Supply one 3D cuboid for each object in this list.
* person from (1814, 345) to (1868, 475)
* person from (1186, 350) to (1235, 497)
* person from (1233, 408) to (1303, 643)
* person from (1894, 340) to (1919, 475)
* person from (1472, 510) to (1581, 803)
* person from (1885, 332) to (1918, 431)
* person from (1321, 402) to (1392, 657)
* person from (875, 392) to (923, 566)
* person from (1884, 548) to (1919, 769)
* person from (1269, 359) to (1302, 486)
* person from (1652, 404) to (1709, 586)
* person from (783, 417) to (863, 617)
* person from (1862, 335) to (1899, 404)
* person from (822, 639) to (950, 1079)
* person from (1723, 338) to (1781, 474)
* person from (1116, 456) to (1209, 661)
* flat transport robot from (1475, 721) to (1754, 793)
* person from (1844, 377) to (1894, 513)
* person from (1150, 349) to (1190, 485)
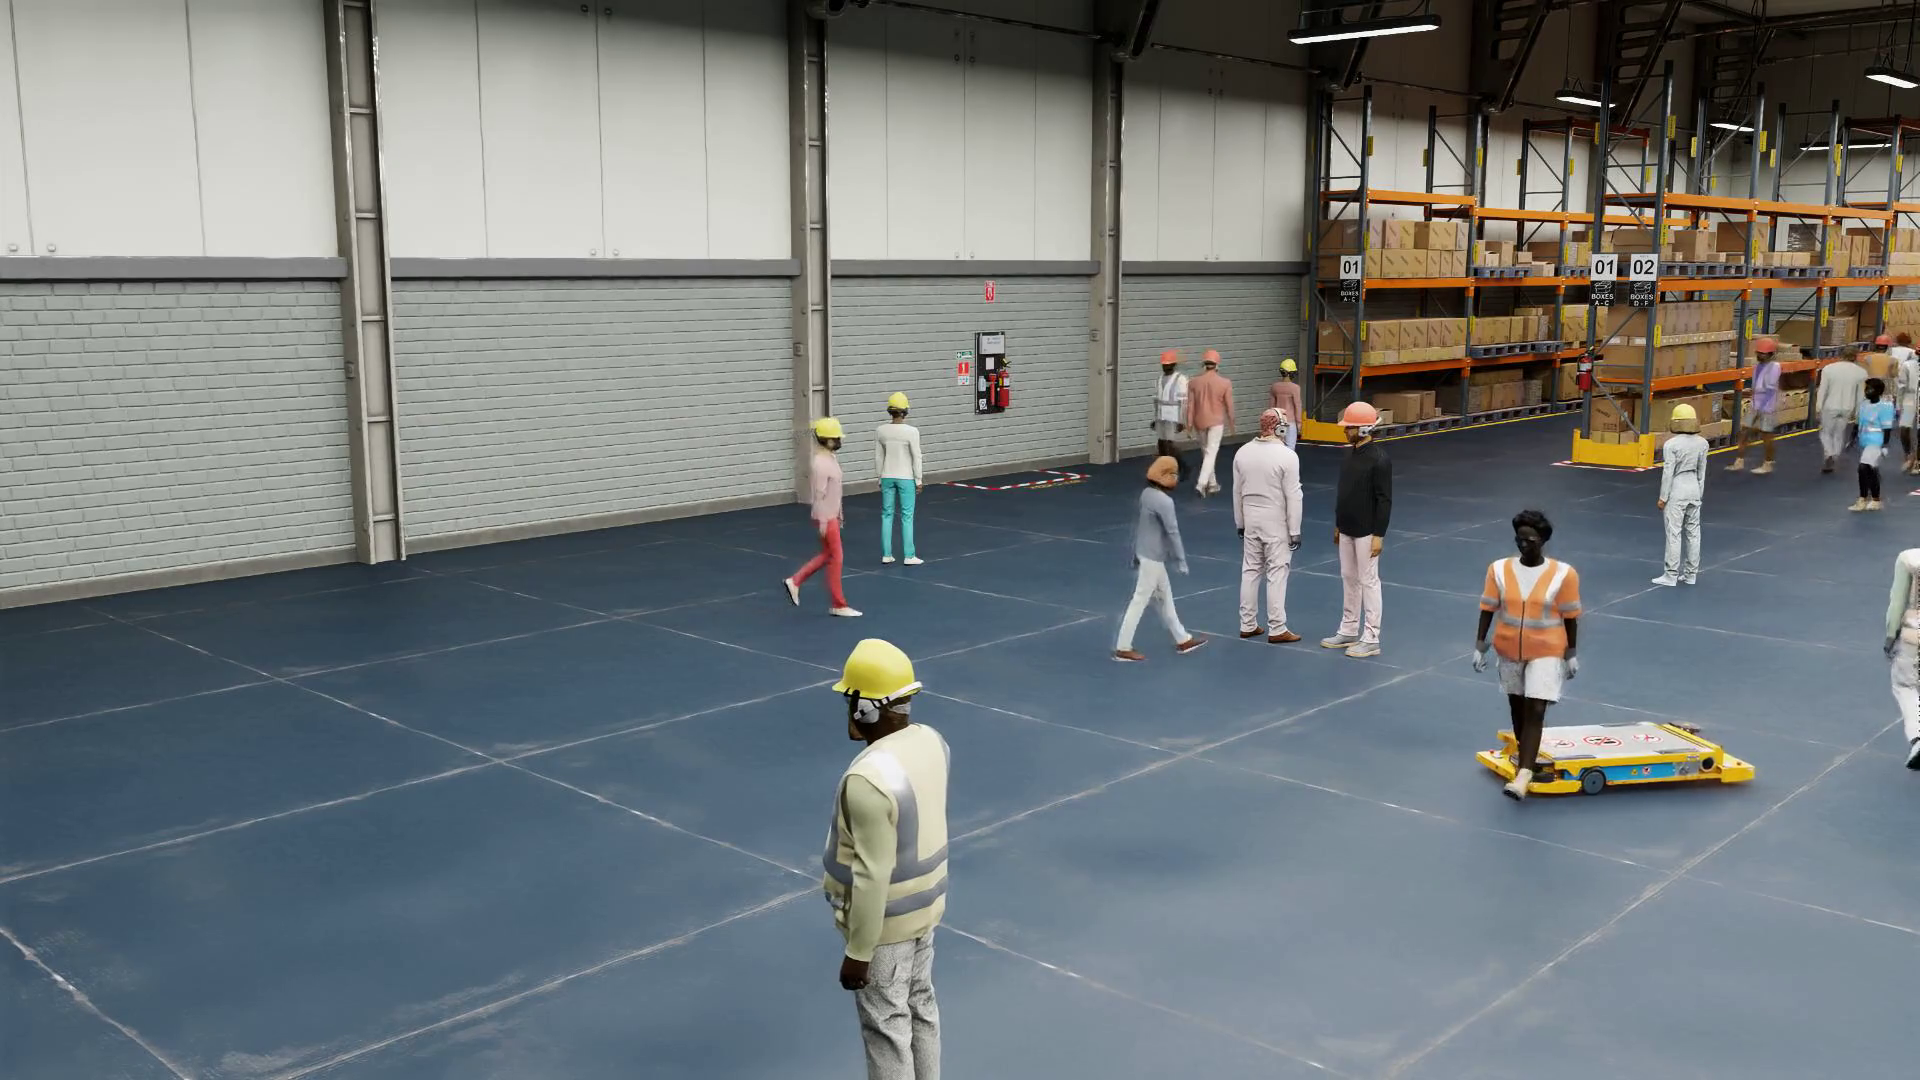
[{"bbox_3d":[12.847,-1.891,24.294,0.674,1.907,0.457,2,10,12],"label":"person"},{"bbox_3d":[3.312,-1.547,22.113,0.620,1.945,1.025,5,11,28],"label":"person"},{"bbox_3d":[2.524,-0.121,13.501,0.404,1.906,0.651,-8,12,-40],"label":"person"},{"bbox_3d":[13.976,-1.942,24.237,0.634,2.022,0.470,8,12,39],"label":"person"},{"bbox_3d":[3.215,0.655,9.523,0.555,1.648,0.872,7,12,36],"label":"person"},{"bbox_3d":[17.464,-2.944,30.947,0.595,1.840,0.980,7,12,38],"label":"person"},{"bbox_3d":[3.126,-0.088,13.039,0.379,1.989,0.622,-3,10,-20],"label":"person"},{"bbox_3d":[-0.619,-0.618,16.946,0.525,1.772,0.306,4,10,25],"label":"person"},{"bbox_3d":[5.815,0.607,9.909,0.531,1.622,0.466,3,10,15],"label":"person"},{"bbox_3d":[4.523,-1.619,23.057,0.315,1.769,0.523,-8,12,-41],"label":"person"},{"bbox_3d":[6.877,-0.428,15.875,0.486,1.742,0.300,-3,10,-18],"label":"person"},{"bbox_3d":[-1.196,-0.200,14.435,0.656,1.747,0.531,1,9,5],"label":"person"},{"bbox_3d":[15.633,-2.536,28.298,0.570,1.880,1.013,5,11,30],"label":"person"},{"bbox_3d":[-0.248,1.228,5.503,0.403,1.830,0.600,4,10,21],"label":"person"},{"bbox_3d":[11.582,-1.932,24.237,0.844,2.001,0.613,-2,9,-10],"label":"person"},{"bbox_3d":[1.587,0.148,12.804,0.857,1.585,0.509,-2,9,-10],"label":"person"},{"bbox_3d":[3.893,1.283,9.913,1.431,0.197,0.652,-2,10,-11],"label":"flat transport robot"},{"bbox_3d":[11.207,-1.166,20.585,0.659,1.677,0.547,0,9,-2],"label":"person"},{"bbox_3d":[2.915,-1.704,23.131,0.488,1.914,0.574,-6,11,-33],"label":"person"}]
